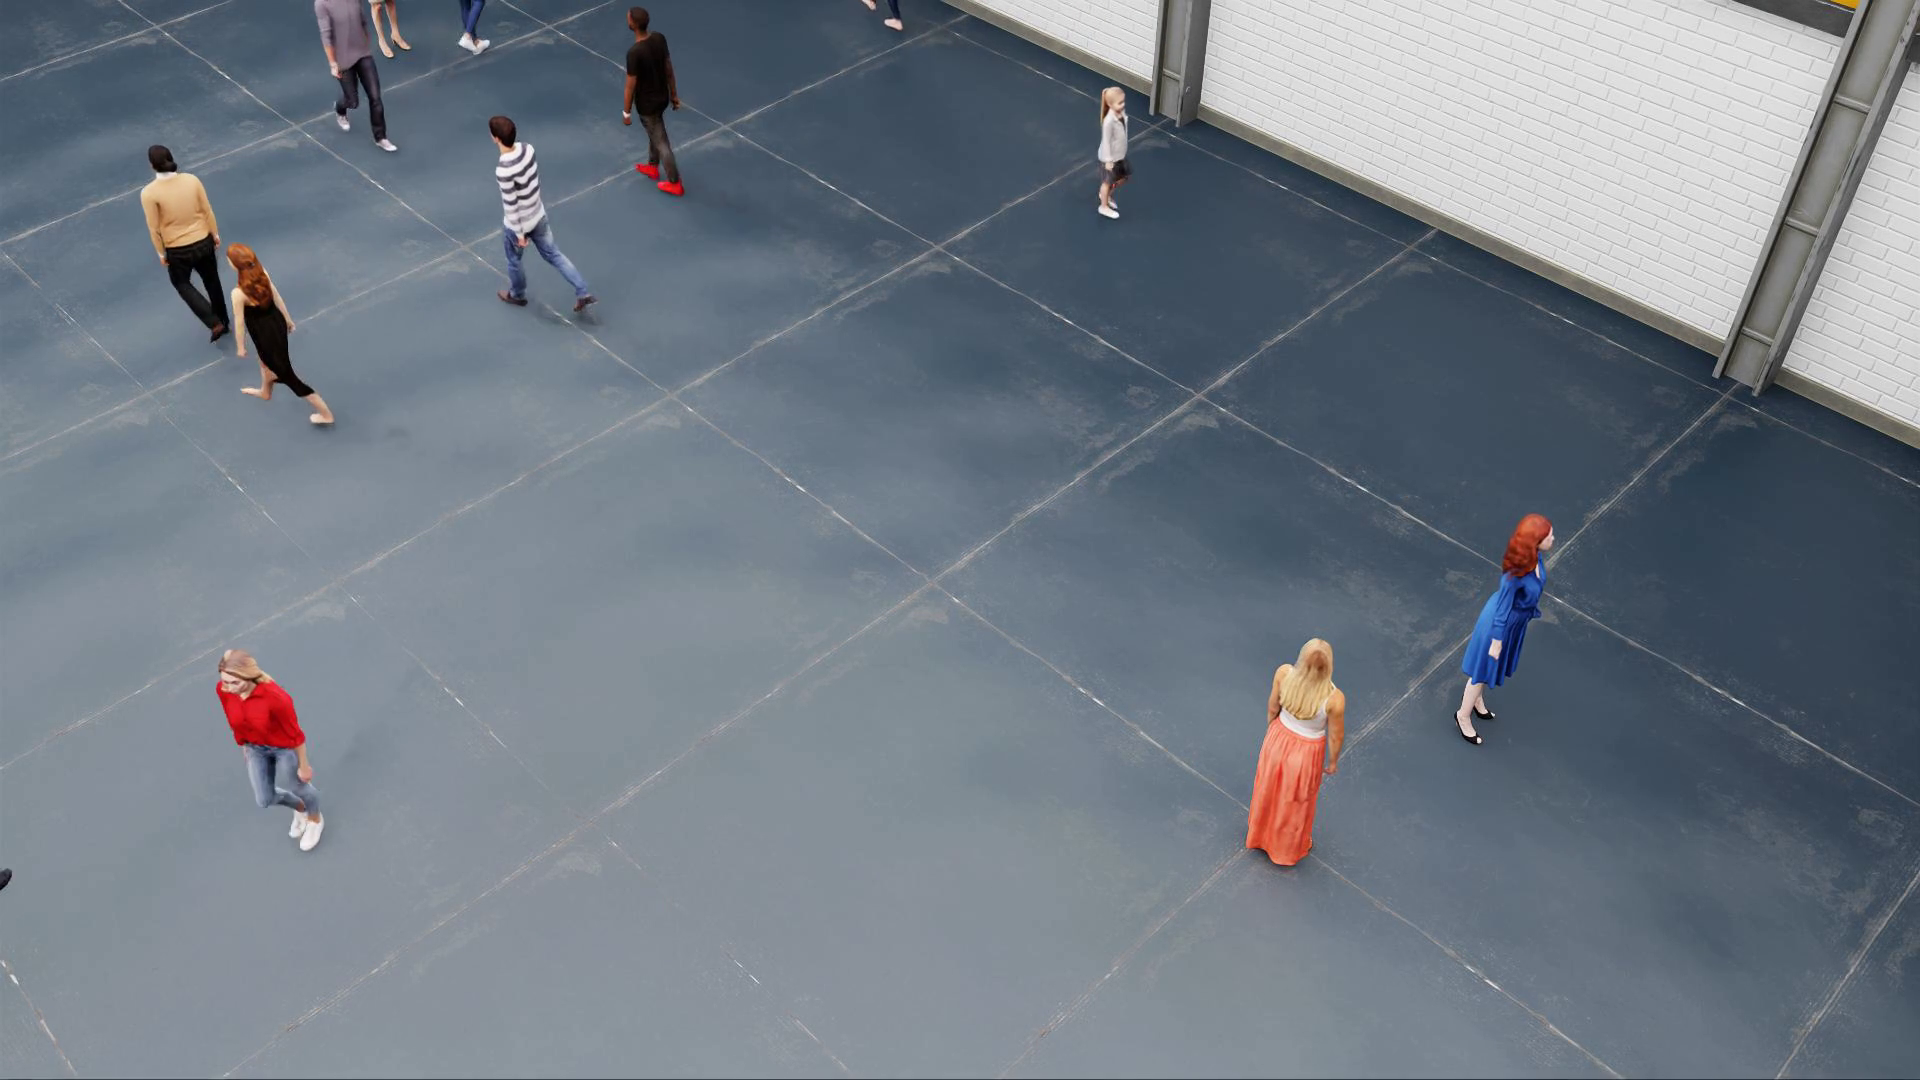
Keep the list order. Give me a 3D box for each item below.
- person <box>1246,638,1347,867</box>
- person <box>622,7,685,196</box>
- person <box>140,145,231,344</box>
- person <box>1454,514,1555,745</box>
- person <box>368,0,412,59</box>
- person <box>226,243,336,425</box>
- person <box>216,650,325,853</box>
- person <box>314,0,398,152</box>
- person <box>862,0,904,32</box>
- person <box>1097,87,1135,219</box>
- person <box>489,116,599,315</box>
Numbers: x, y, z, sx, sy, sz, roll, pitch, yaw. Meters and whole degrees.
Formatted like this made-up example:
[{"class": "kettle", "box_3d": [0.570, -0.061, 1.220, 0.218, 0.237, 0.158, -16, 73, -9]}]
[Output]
[{"class": "person", "box_3d": [1.927, 1.214, 9.567, 0.527, 1.800, 0.696, 31, 51, 28]}, {"class": "person", "box_3d": [-2.683, -3.904, 14.949, 0.957, 1.786, 0.811, 22, 48, 22]}, {"class": "person", "box_3d": [-6.153, -2.330, 13.326, 0.661, 1.747, 0.764, -34, 53, -31]}, {"class": "person", "box_3d": [3.345, 0.531, 10.262, 0.614, 1.829, 0.645, 26, 49, 25]}, {"class": "person", "box_3d": [-5.950, -5.802, 16.979, 0.564, 1.735, 0.606, 30, 51, 28]}, {"class": "person", "box_3d": [-5.149, -1.509, 12.588, 1.174, 1.575, 0.958, 11, 45, 11]}, {"class": "person", "box_3d": [-3.957, 1.156, 9.703, 0.703, 1.696, 0.796, 7, 44, 8]}, {"class": "person", "box_3d": [-5.752, -4.554, 15.604, 0.974, 1.823, 0.713, 33, 52, 30]}, {"class": "person", "box_3d": [-0.764, -6.148, 17.363, 0.605, 1.705, 1.000, -34, 53, -30]}, {"class": "person", "box_3d": [1.320, -3.477, 14.878, 0.584, 1.266, 0.530, 28, 50, 26]}, {"class": "person", "box_3d": [-3.448, -2.598, 13.558, 1.262, 1.814, 0.906, 19, 47, 19]}]
